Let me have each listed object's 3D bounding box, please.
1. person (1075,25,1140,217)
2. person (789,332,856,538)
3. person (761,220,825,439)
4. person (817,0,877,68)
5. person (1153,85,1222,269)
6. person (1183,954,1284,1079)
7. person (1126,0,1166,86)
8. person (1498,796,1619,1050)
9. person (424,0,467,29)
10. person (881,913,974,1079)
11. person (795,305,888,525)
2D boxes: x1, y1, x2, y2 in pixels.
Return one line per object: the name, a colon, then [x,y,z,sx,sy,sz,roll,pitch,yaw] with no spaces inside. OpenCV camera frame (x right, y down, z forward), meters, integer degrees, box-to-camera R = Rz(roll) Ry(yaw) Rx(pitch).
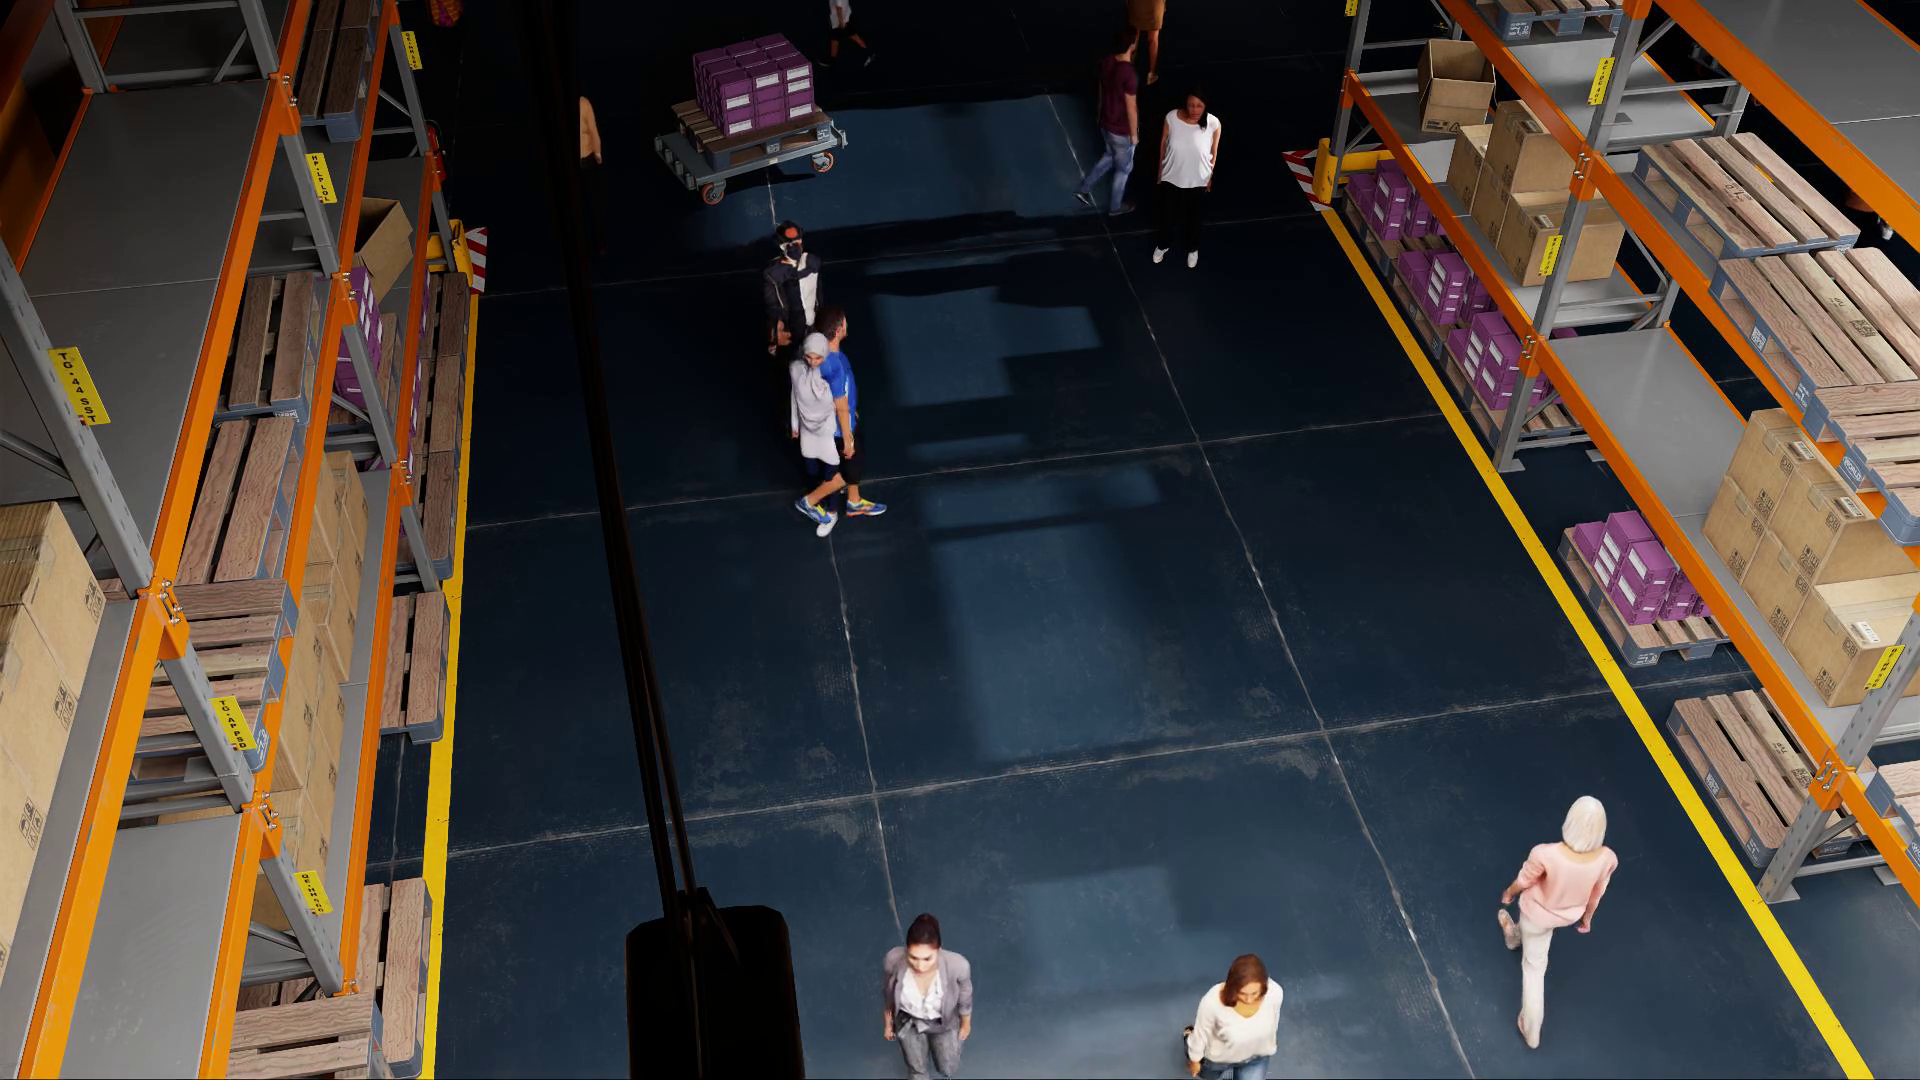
person: [1.343,-3.692,14.880,0.871,1.837,0.870,-22,48,-22]
person: [-0.945,-0.827,11.928,0.914,1.760,0.995,16,46,16]
person: [-1.262,-1.607,12.650,0.812,1.894,0.832,-24,49,-24]
person: [-1.168,-5.447,17.151,0.756,1.246,0.851,9,44,9]
person: [1.968,-3.166,14.439,0.754,1.683,0.758,12,45,12]
person: [1.359,2.520,8.496,0.636,1.648,1.019,-7,44,-7]
person: [1.870,-5.410,16.790,0.629,1.690,0.637,11,45,11]
person: [3.195,2.062,8.955,0.726,1.678,1.165,0,44,0]
person: [-5.623,-6.360,17.793,0.799,1.682,0.702,7,44,7]
person: [-0.154,2.419,8.592,0.769,1.662,0.890,7,44,7]
person: [-0.930,-0.841,11.883,0.708,1.843,0.833,-1,44,-1]
